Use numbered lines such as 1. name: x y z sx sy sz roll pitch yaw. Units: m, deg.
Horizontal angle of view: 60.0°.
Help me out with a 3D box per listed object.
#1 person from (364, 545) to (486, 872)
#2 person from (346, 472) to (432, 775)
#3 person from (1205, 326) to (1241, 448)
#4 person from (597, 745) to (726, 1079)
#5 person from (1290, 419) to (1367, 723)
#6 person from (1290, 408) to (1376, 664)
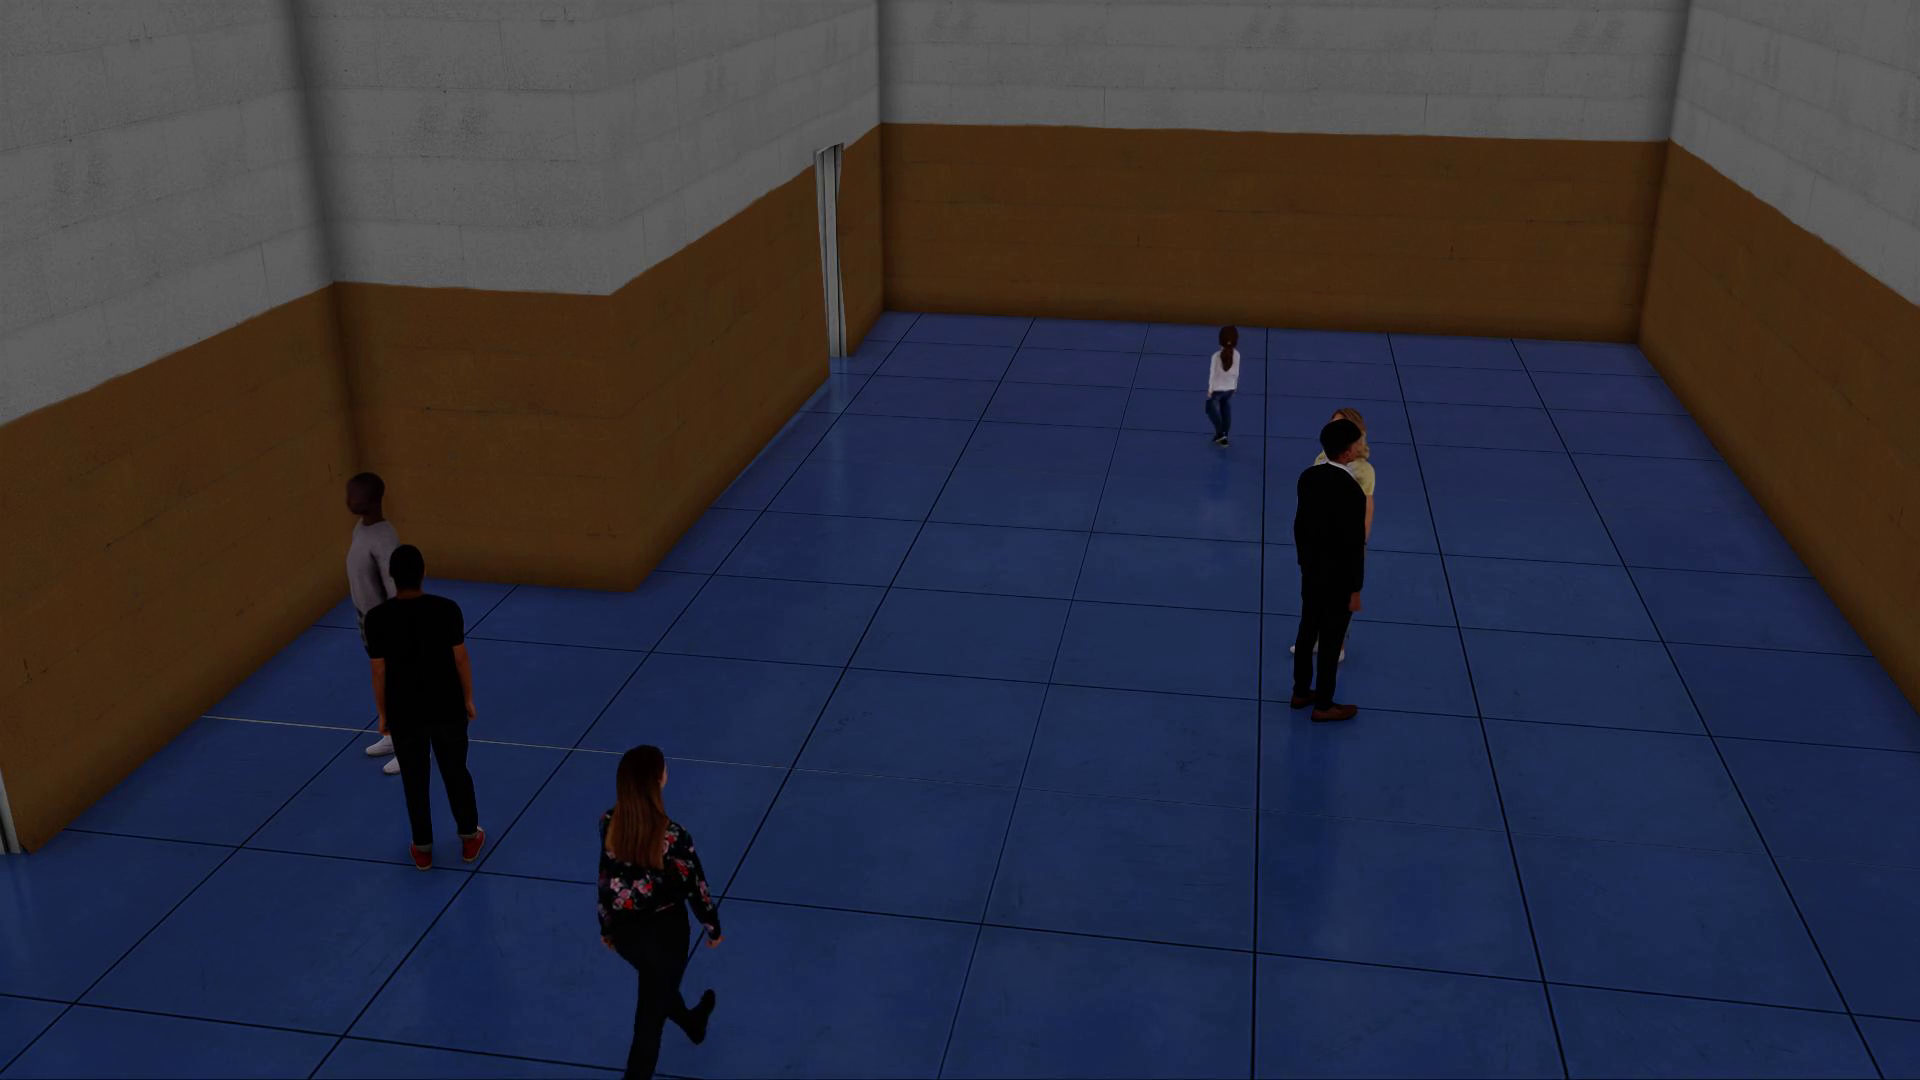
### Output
1. person: -2.712 0.848 8.436 0.661 1.758 0.781 -7 23 -18
2. person: -3.244 0.453 9.401 0.754 1.772 0.682 -16 27 -35
3. person: 2.362 -1.354 14.796 0.530 1.103 0.598 -9 23 -20
4. person: -1.279 1.632 6.639 1.032 1.644 0.858 10 24 24
5. person: 2.193 0.179 9.932 0.793 1.884 0.769 -11 25 -26
6. person: 2.415 -0.024 10.634 0.762 1.722 0.694 -16 27 -35
